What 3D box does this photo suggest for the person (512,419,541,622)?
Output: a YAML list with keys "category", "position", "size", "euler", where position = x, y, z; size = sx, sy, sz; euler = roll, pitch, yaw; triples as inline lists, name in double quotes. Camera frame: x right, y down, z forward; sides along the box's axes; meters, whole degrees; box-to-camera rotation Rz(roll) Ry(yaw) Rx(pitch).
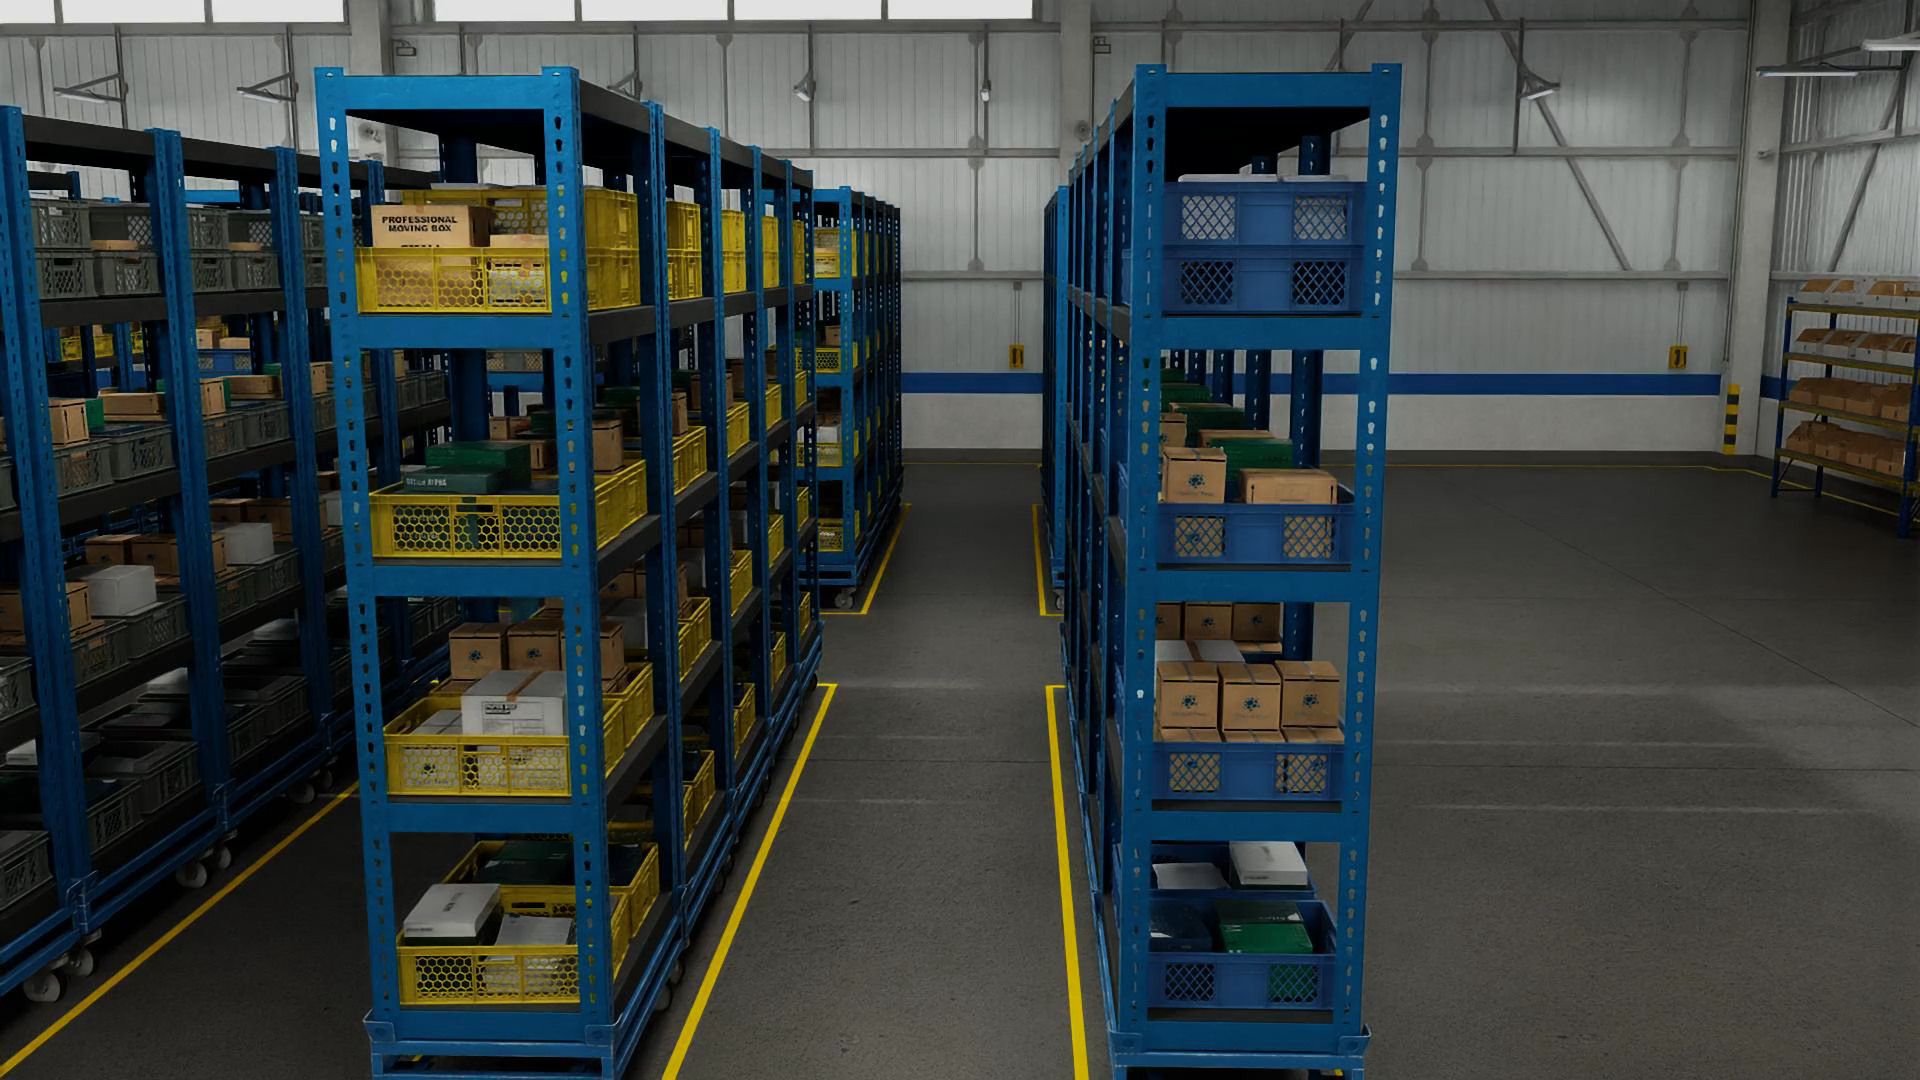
- category: "person"
  position: [-3.190, 0.031, 12.295]
  size: [0.453, 1.836, 0.603]
  euler: [-2, 10, -10]
